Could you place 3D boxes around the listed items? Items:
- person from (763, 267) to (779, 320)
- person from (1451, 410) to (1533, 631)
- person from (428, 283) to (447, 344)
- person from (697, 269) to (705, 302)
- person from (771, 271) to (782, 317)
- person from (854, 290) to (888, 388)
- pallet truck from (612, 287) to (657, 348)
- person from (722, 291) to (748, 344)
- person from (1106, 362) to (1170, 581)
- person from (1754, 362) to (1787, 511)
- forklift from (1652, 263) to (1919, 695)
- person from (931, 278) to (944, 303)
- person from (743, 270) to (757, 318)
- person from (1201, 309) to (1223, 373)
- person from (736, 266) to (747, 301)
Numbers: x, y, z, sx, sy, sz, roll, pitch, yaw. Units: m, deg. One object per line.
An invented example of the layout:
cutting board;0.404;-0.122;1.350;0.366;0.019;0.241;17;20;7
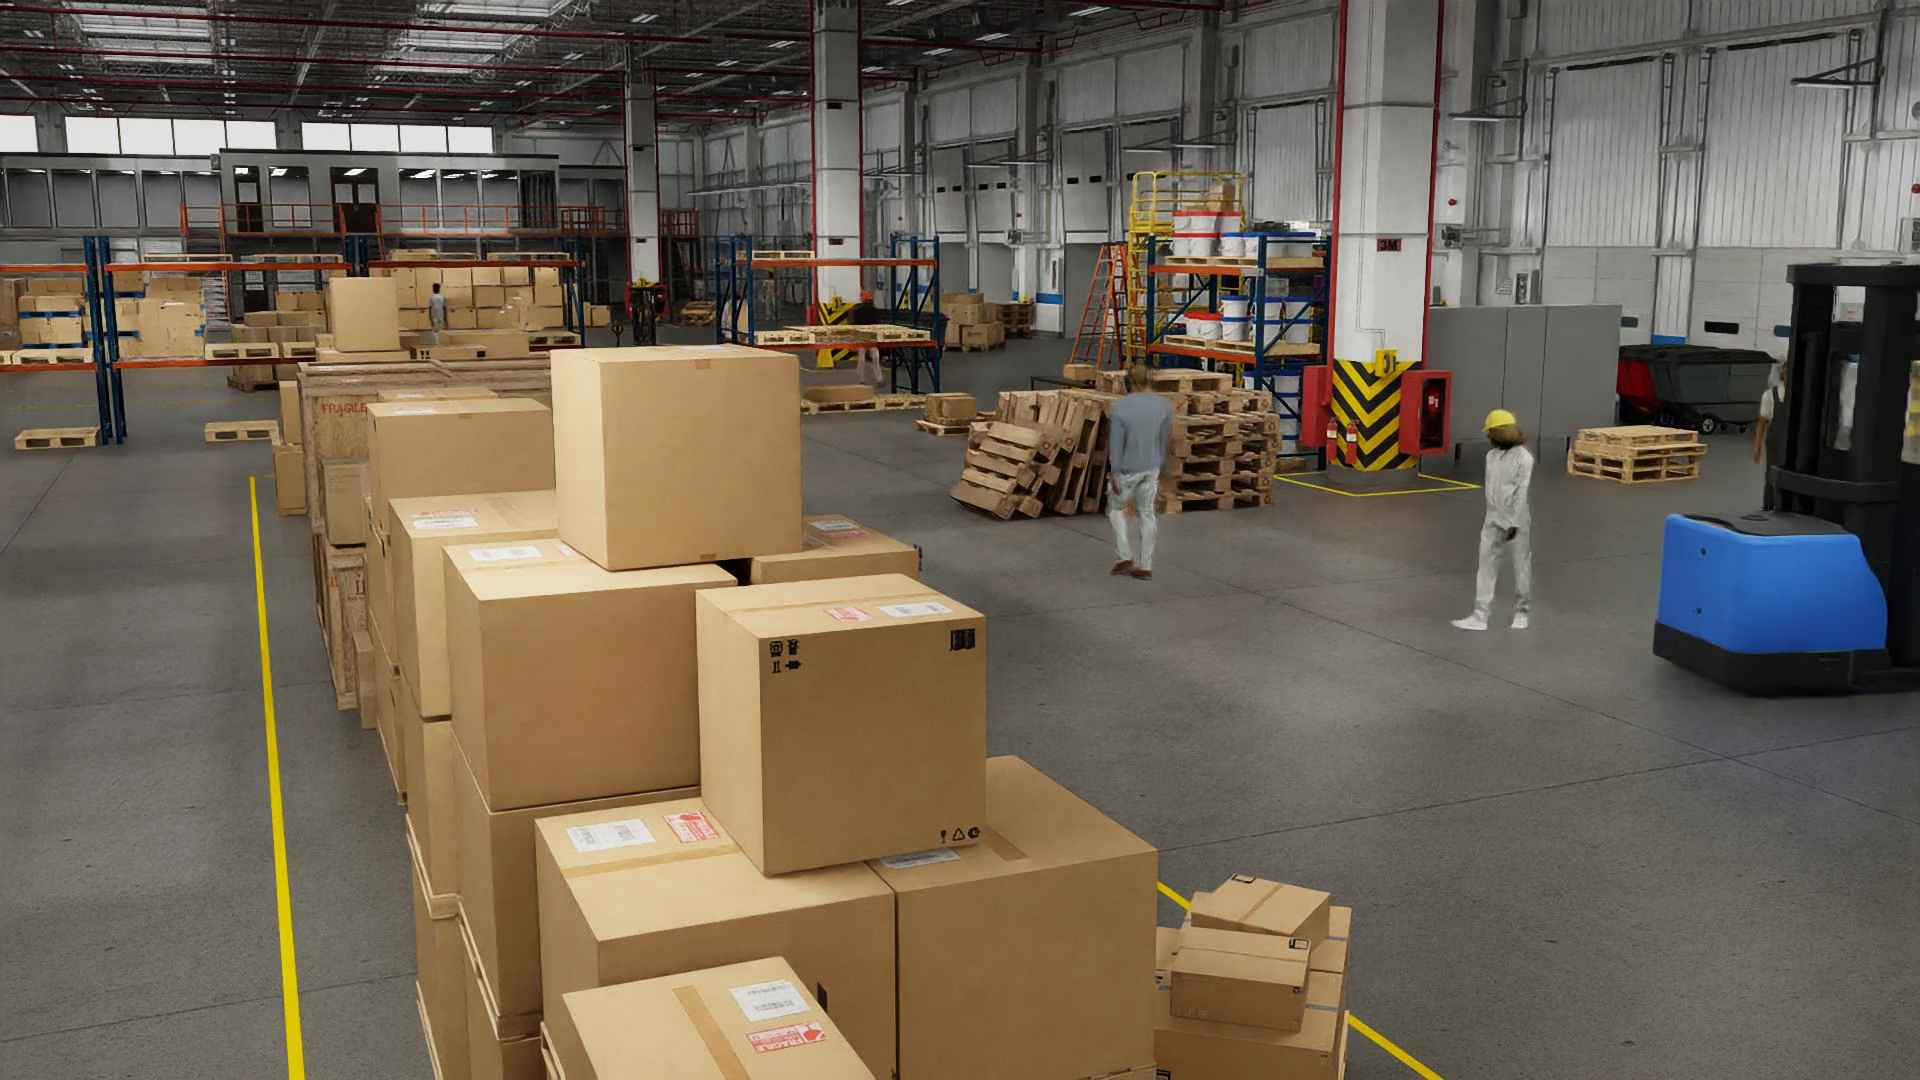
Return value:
person;-6.952;-9.057;61.221;0.594;1.929;0.354;0;10;-3
person;4.128;-0.135;12.726;0.769;1.686;0.485;-7;12;-34
person;-13.626;-5.784;43.392;0.521;1.856;0.389;-8;13;-38
person;-9.174;-8.759;59.652;0.735;1.909;0.550;-3;11;-19
person;-7.009;-9.378;63.497;0.379;1.754;0.525;5;11;26
person;-1.812;-4.015;33.356;0.650;1.948;0.996;-6;12;-29
pallet truck;-6.464;-4.406;35.401;0.823;1.965;1.885;6;12;32
person;-5.008;-4.647;37.193;0.657;1.828;0.455;0;10;-1
person;1.547;-0.600;14.612;0.625;1.923;0.503;-5;11;-25
person;8.379;-0.954;16.921;0.522;1.813;0.929;4;11;21
forklift;5.884;-0.458;11.212;1.873;2.768;1.129;-1;10;-8
person;-0.721;-8.076;56.488;0.541;1.676;0.595;-5;11;-24
person;-7.892;-9.275;62.676;0.429;1.839;0.634;7;12;34
person;4.023;-2.760;26.643;0.355;1.886;0.572;5;11;26
person;-9.097;-10.465;69.102;0.614;1.902;1.013;-1;10;-5
